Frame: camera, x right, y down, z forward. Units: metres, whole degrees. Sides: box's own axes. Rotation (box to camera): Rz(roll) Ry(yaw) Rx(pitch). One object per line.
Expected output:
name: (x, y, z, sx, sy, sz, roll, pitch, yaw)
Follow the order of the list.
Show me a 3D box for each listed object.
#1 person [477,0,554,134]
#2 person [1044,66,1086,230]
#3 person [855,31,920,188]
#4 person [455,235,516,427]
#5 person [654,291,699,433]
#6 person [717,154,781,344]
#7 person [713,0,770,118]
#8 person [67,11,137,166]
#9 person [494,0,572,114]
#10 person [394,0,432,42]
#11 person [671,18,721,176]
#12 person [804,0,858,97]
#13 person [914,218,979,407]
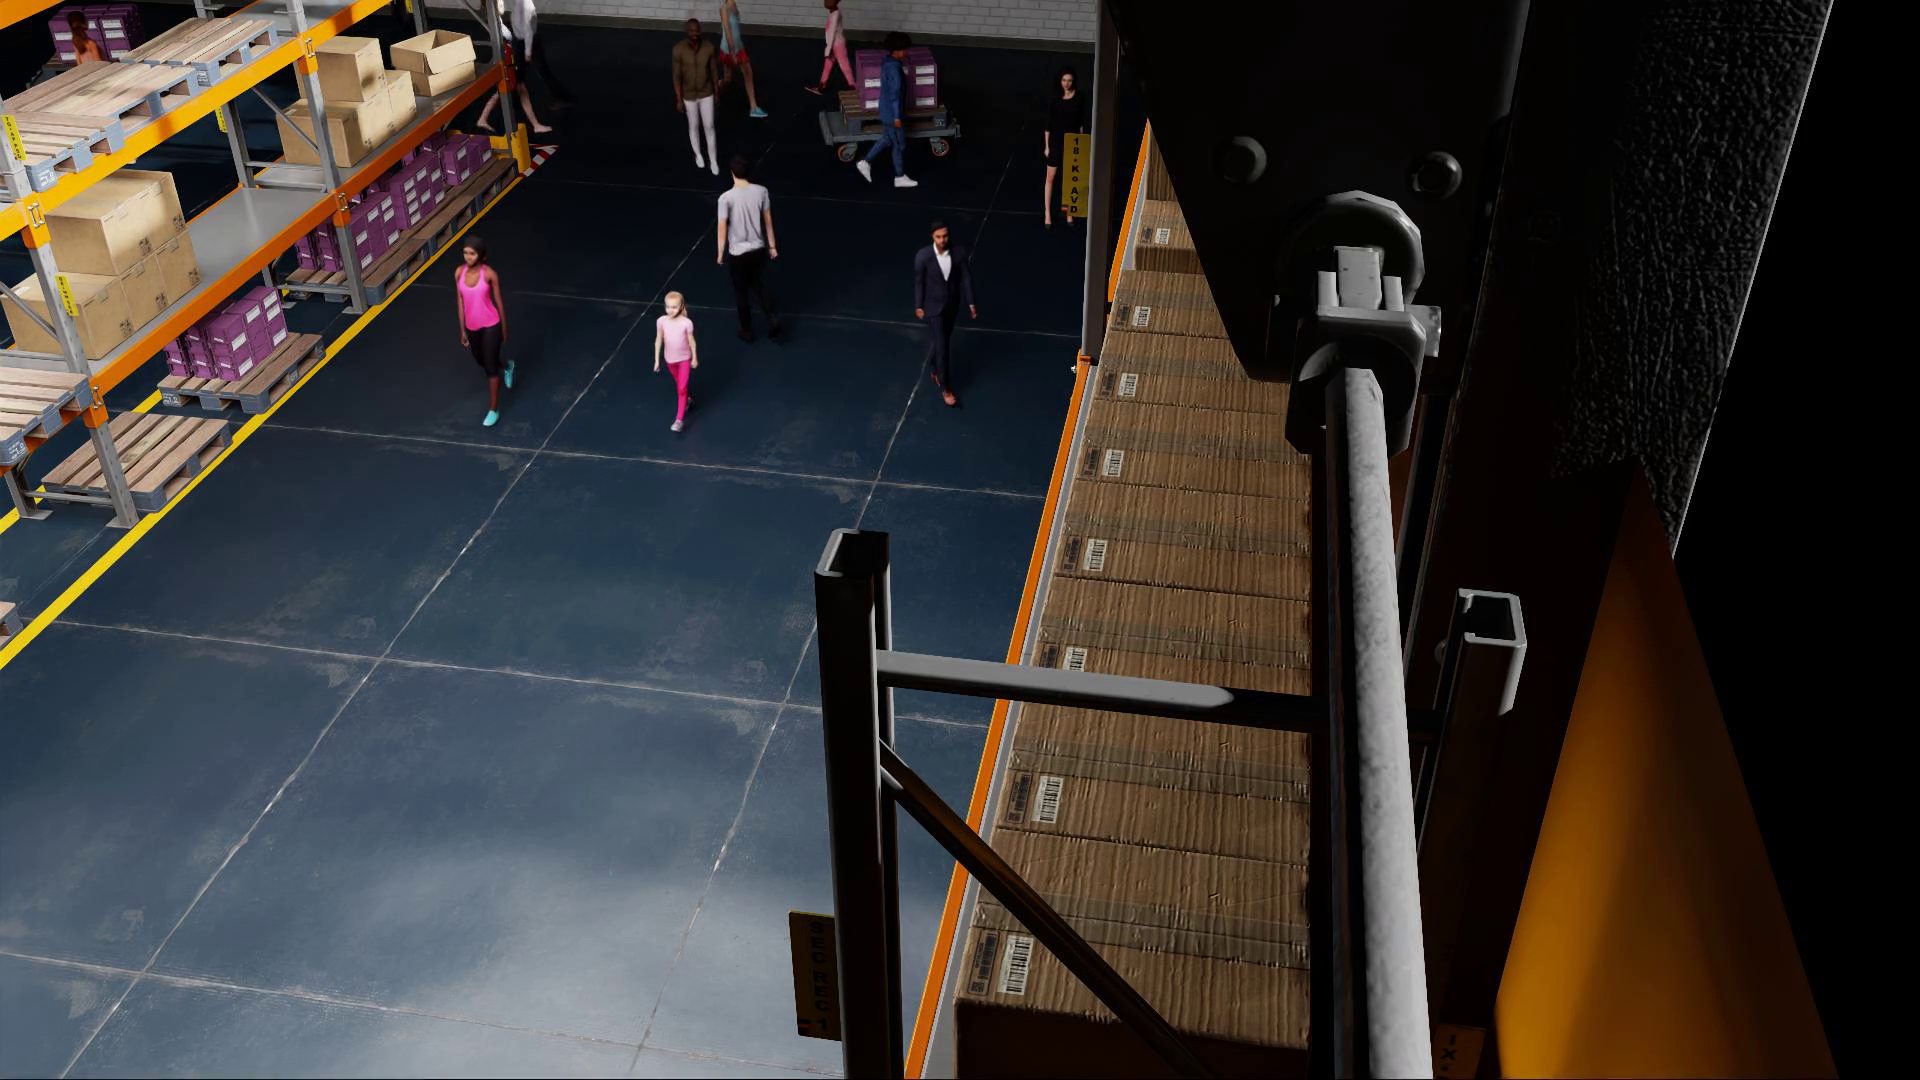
person: (-5.704, -5.809, 20.494, 1.003, 1.718, 1.154, -10, 35, -15)
person: (1.129, -4.281, 18.117, 0.653, 1.805, 0.614, -6, 34, -9)
person: (-0.855, -4.928, 19.105, 0.952, 1.790, 1.000, -4, 34, -7)
person: (-4.162, -1.903, 14.633, 0.543, 1.702, 1.024, 5, 34, 8)
person: (-2.466, -1.624, 14.632, 0.489, 1.238, 0.884, 7, 34, 10)
person: (-1.963, -2.677, 15.668, 0.952, 1.844, 1.013, -21, 39, -28)
person: (-2.955, -6.172, 21.028, 0.769, 1.731, 1.103, 8, 35, 12)
person: (-10.215, -5.337, 19.682, 0.644, 1.831, 0.632, 19, 38, 26)
person: (-5.396, -6.297, 21.186, 1.205, 1.765, 1.223, -16, 37, -23)
person: (-7.104, -6.753, 22.041, 0.802, 1.579, 0.856, 2, 34, 3)
person: (-3.109, -5.266, 19.606, 0.977, 1.798, 1.119, -7, 34, -11)
person: (-1.543, -6.485, 21.783, 0.843, 1.416, 0.948, -7, 34, -11)
person: (-0.198, -2.130, 14.982, 0.929, 1.694, 1.024, -16, 37, -22)
